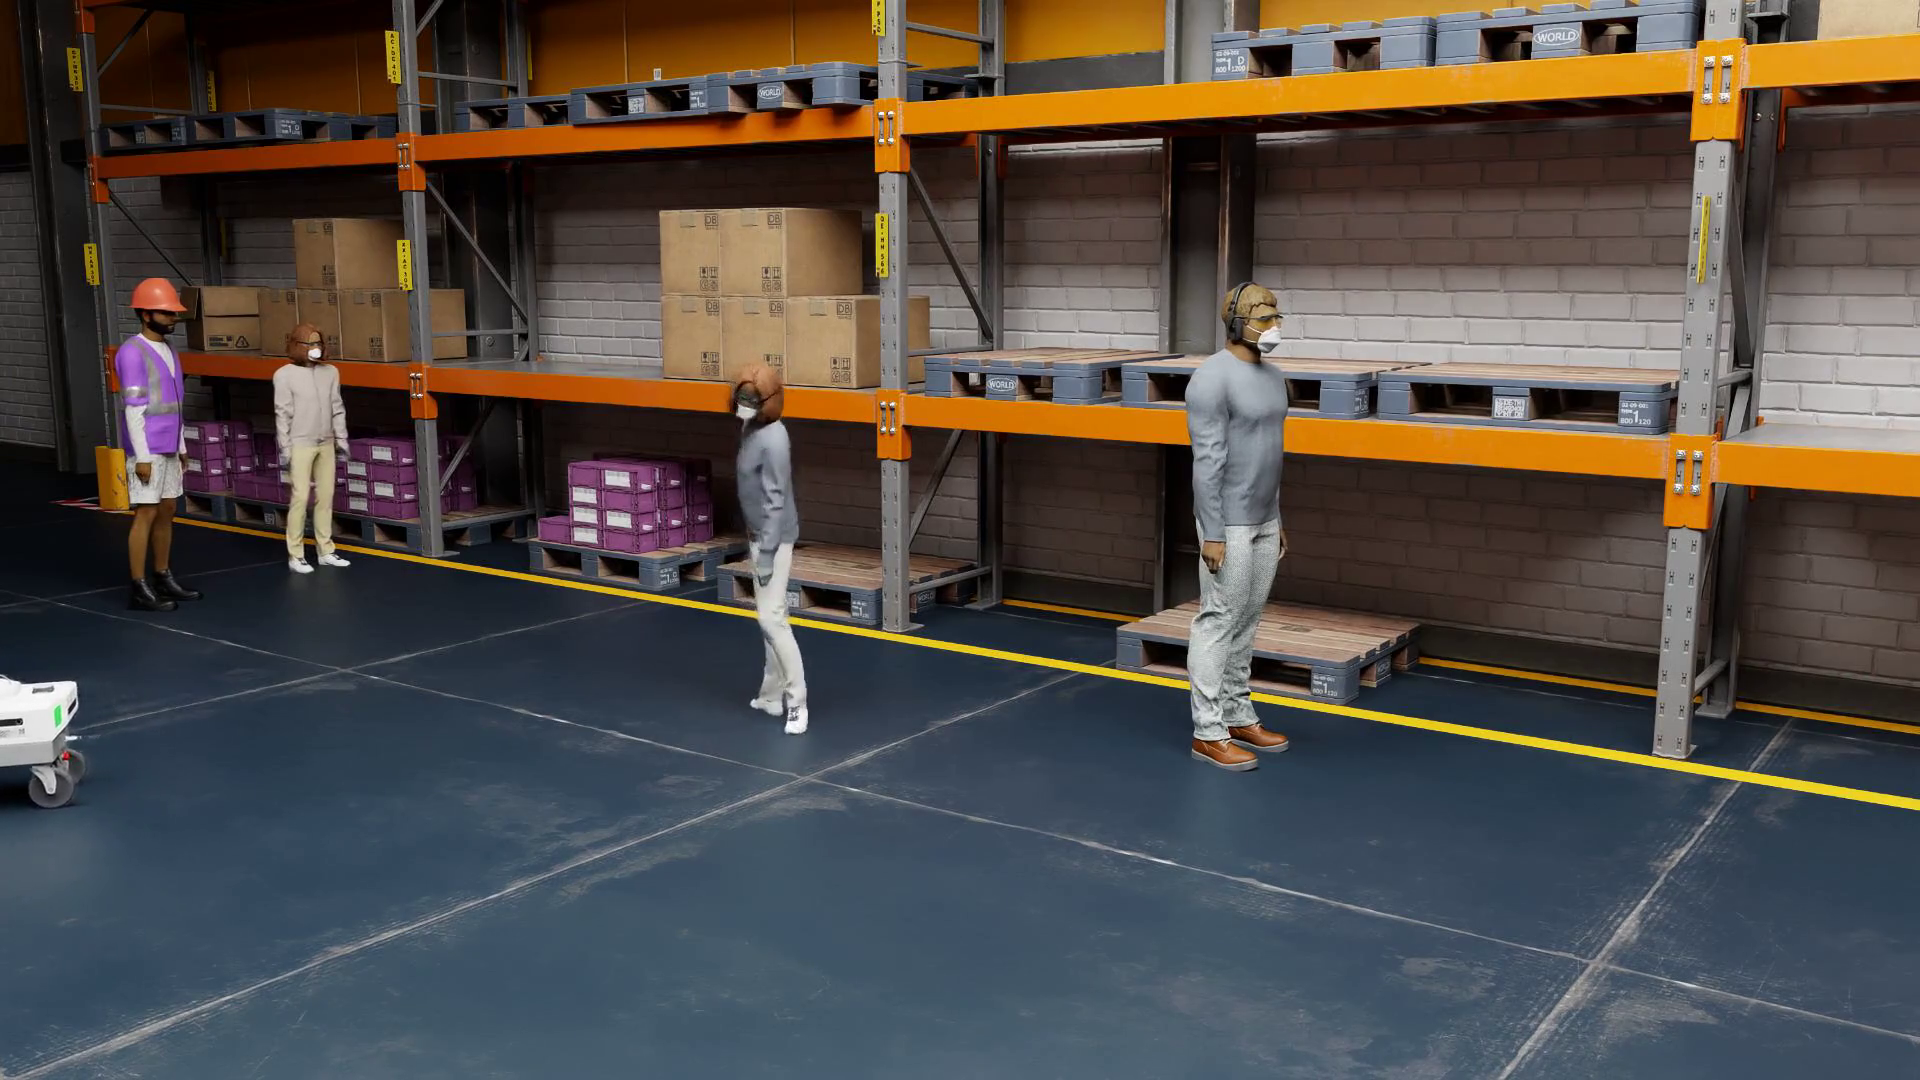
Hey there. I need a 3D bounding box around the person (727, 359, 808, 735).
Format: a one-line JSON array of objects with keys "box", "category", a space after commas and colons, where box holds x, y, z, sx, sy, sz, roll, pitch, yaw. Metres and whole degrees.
[{"box": [-0.862, 0.016, 7.235, 0.312, 1.614, 0.607, -3, 10, -15], "category": "person"}]

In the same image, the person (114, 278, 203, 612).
[{"box": [-4.642, -0.550, 9.674, 0.414, 1.928, 0.548, 0, 10, 2], "category": "person"}]

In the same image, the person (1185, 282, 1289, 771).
[{"box": [1.136, -0.061, 6.708, 0.372, 1.940, 0.631, 7, 12, 35], "category": "person"}]

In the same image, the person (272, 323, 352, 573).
[{"box": [-4.235, -0.602, 10.870, 0.278, 1.625, 0.504, 5, 11, 28], "category": "person"}]

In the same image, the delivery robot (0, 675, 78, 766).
[{"box": [-3.669, 0.676, 6.154, 0.707, 0.478, 0.477, -3, 10, -19], "category": "delivery robot"}]
